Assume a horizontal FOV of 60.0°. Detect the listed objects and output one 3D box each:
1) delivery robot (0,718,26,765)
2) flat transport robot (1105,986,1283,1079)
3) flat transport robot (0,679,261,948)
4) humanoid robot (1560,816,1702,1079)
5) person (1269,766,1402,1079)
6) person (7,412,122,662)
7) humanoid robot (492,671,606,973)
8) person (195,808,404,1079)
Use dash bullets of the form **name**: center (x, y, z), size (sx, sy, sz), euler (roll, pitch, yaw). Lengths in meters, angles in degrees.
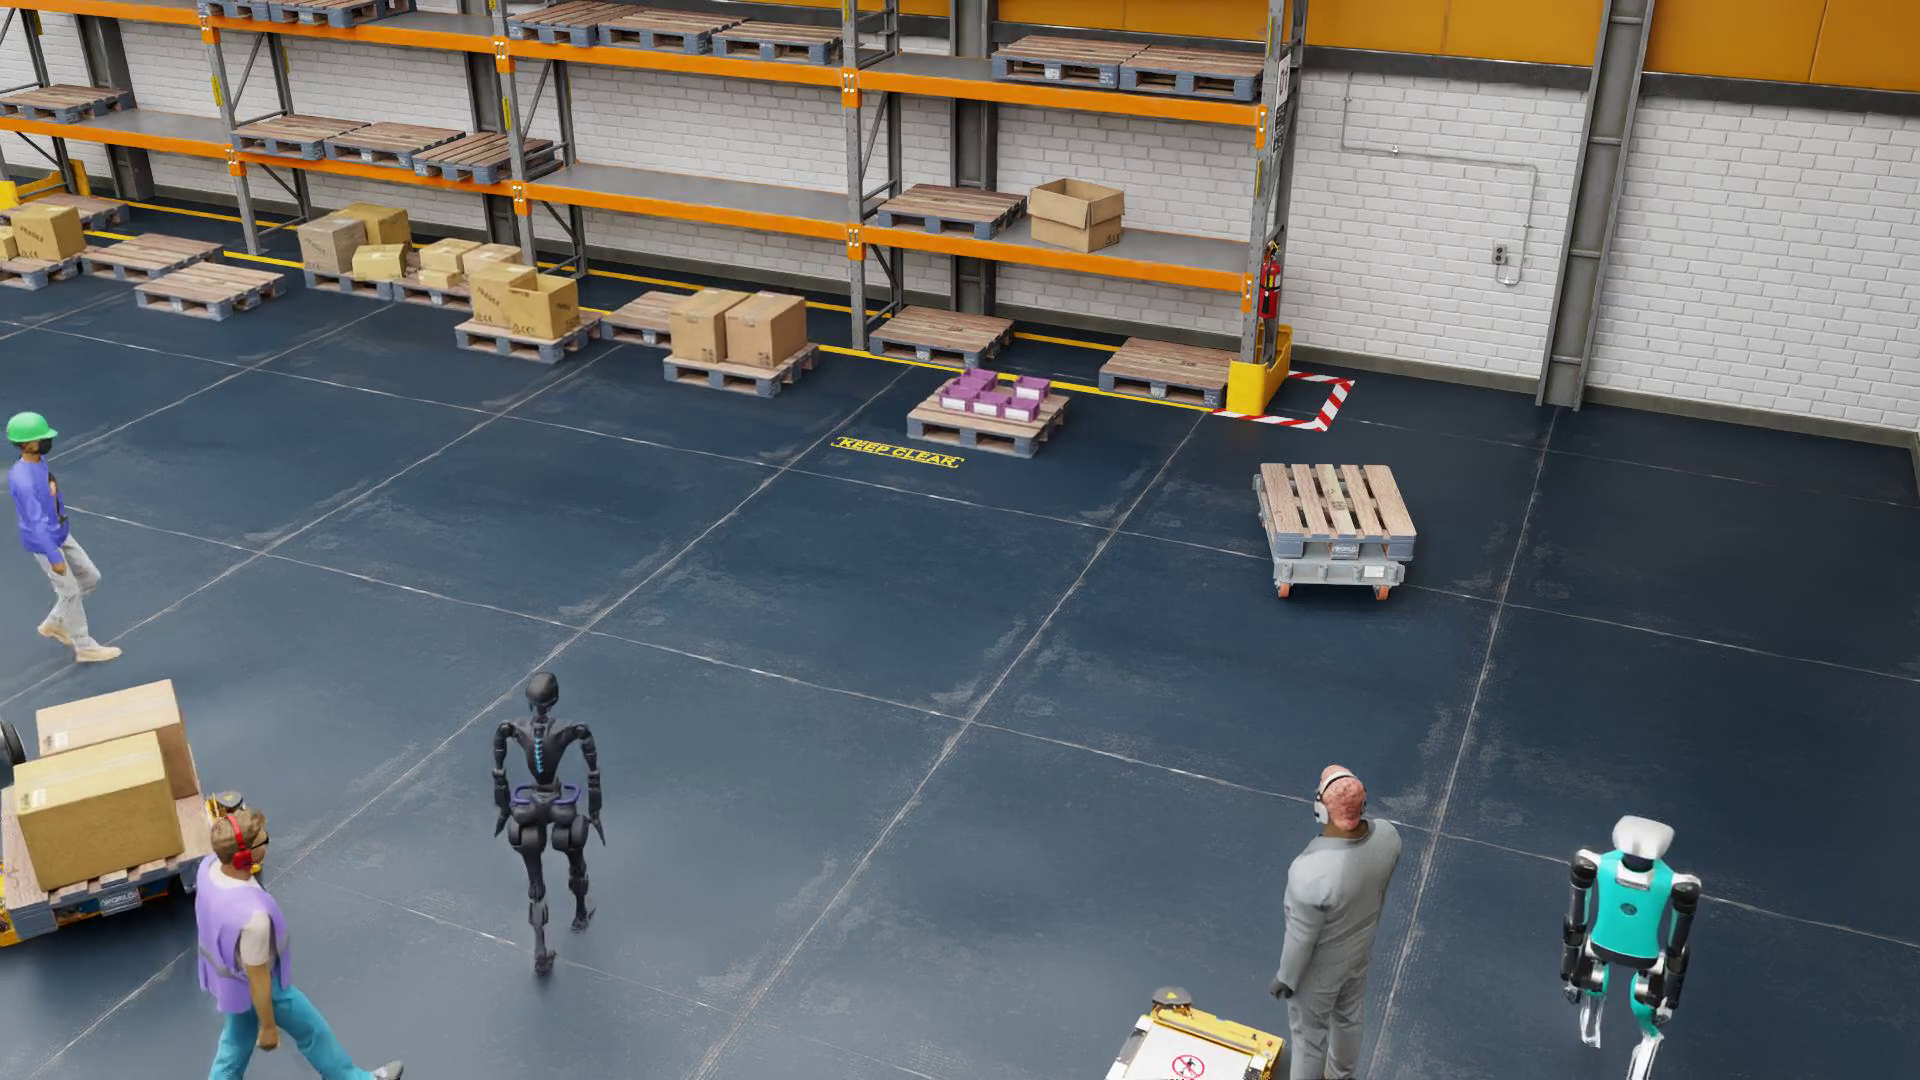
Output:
- **delivery robot**: center (-6.214, 1.152, 10.367), size (0.517, 0.578, 0.746), euler (-22, 34, -36)
- **flat transport robot**: center (0.982, 2.677, 7.740), size (0.659, 0.231, 1.431), euler (13, 30, 24)
- **flat transport robot**: center (-4.753, 1.840, 9.364), size (1.431, 0.231, 0.659), euler (-14, 30, -25)
- **humanoid robot**: center (3.094, 1.881, 7.725), size (0.568, 1.785, 0.945), euler (14, 30, 25)
- **person**: center (1.652, 1.851, 7.564), size (0.636, 1.903, 0.406), euler (-19, 33, -33)
- **person**: center (-6.101, 0.006, 11.187), size (0.430, 1.856, 0.476), euler (-5, 28, -9)
- **humanoid robot**: center (-2.158, 1.453, 8.634), size (0.590, 1.639, 0.636), euler (2, 27, 3)
- **person**: center (-3.130, 1.975, 7.440), size (0.565, 1.800, 0.950), euler (23, 35, 37)
